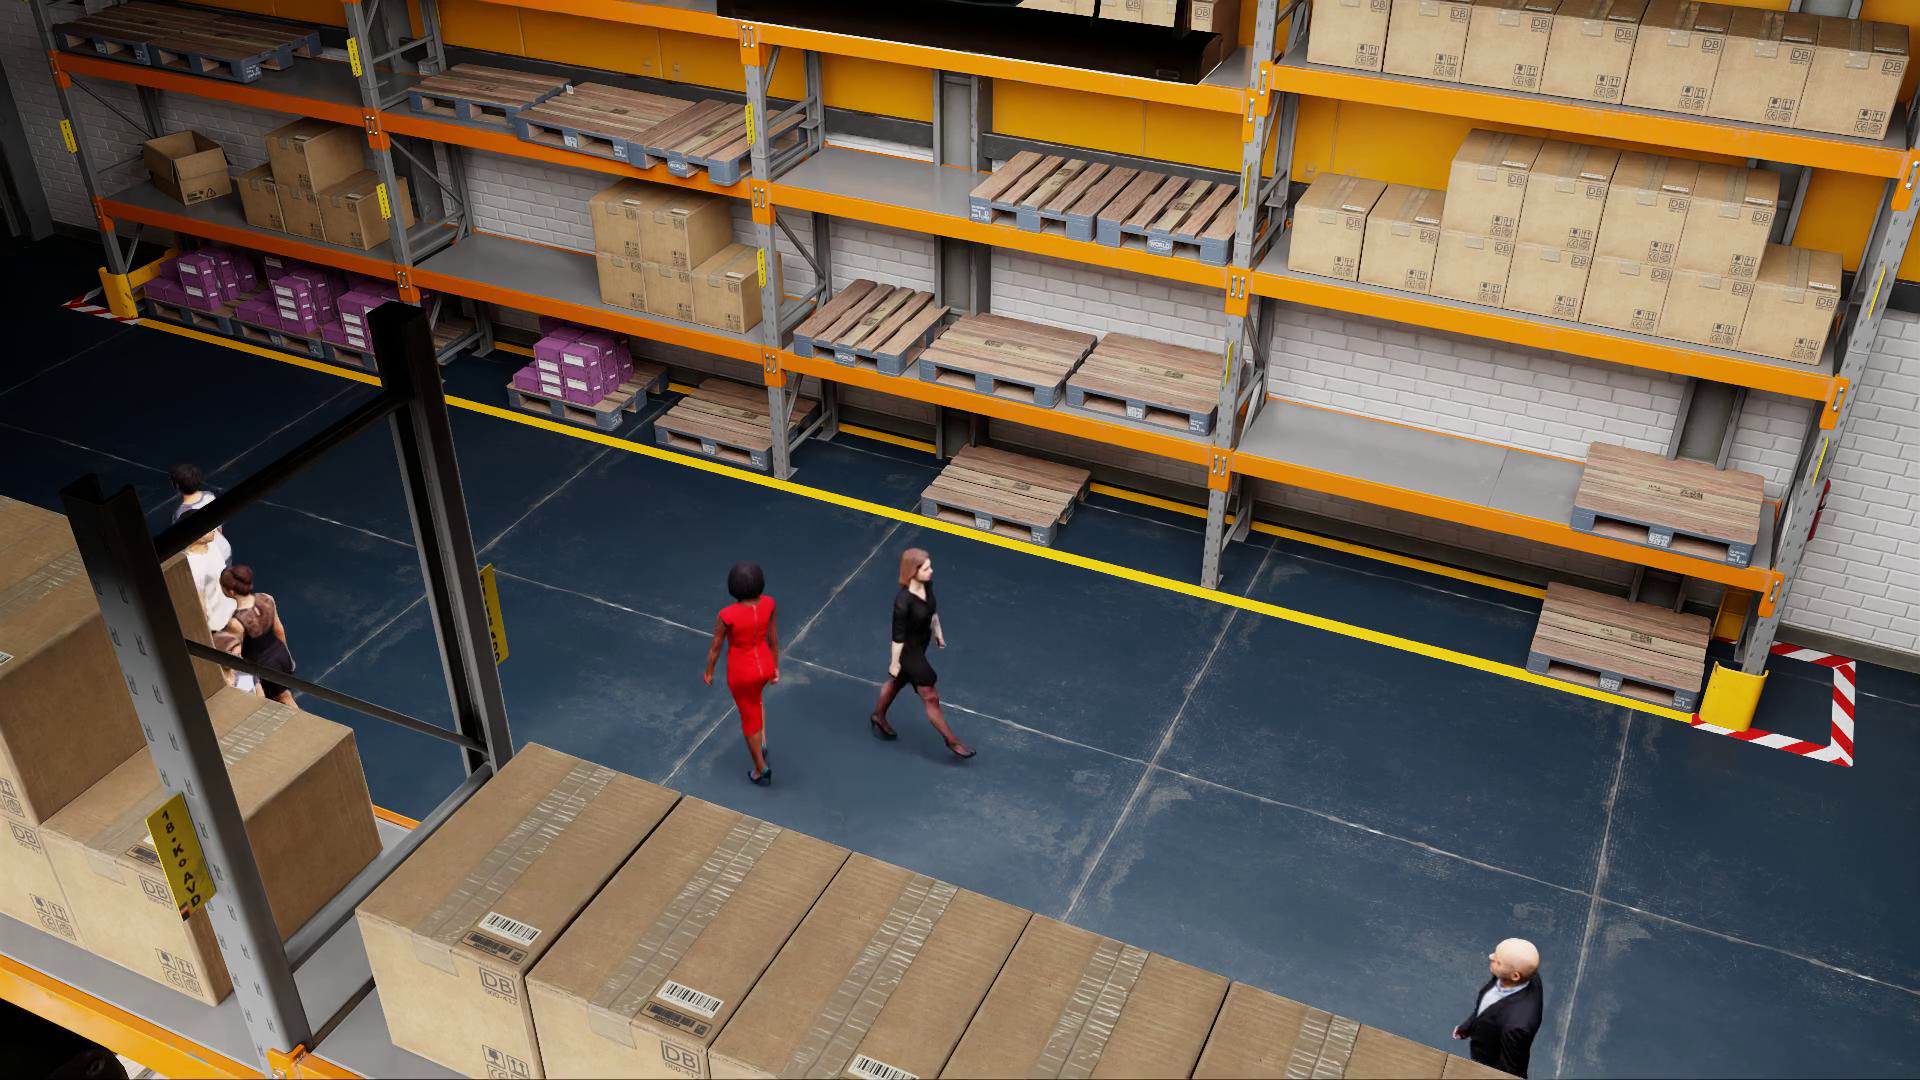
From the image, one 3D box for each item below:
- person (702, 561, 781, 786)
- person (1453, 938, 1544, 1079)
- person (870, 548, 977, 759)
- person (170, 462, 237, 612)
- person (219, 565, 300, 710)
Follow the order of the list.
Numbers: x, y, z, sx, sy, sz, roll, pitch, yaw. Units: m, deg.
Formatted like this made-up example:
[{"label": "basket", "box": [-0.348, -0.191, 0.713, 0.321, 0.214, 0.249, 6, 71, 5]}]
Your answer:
[{"label": "person", "box": [-1.345, 0.946, 11.099, 0.746, 1.729, 0.787, -27, 42, -34]}, {"label": "person", "box": [2.806, 2.685, 8.432, 1.166, 1.785, 0.712, 12, 35, 17]}, {"label": "person", "box": [-0.407, 0.765, 11.434, 1.060, 1.659, 0.633, 13, 36, 18]}, {"label": "person", "box": [-5.605, 0.125, 12.495, 0.572, 1.551, 0.592, 12, 35, 17]}, {"label": "person", "box": [-4.604, 0.897, 11.247, 1.031, 1.647, 0.686, 8, 34, 11]}]
